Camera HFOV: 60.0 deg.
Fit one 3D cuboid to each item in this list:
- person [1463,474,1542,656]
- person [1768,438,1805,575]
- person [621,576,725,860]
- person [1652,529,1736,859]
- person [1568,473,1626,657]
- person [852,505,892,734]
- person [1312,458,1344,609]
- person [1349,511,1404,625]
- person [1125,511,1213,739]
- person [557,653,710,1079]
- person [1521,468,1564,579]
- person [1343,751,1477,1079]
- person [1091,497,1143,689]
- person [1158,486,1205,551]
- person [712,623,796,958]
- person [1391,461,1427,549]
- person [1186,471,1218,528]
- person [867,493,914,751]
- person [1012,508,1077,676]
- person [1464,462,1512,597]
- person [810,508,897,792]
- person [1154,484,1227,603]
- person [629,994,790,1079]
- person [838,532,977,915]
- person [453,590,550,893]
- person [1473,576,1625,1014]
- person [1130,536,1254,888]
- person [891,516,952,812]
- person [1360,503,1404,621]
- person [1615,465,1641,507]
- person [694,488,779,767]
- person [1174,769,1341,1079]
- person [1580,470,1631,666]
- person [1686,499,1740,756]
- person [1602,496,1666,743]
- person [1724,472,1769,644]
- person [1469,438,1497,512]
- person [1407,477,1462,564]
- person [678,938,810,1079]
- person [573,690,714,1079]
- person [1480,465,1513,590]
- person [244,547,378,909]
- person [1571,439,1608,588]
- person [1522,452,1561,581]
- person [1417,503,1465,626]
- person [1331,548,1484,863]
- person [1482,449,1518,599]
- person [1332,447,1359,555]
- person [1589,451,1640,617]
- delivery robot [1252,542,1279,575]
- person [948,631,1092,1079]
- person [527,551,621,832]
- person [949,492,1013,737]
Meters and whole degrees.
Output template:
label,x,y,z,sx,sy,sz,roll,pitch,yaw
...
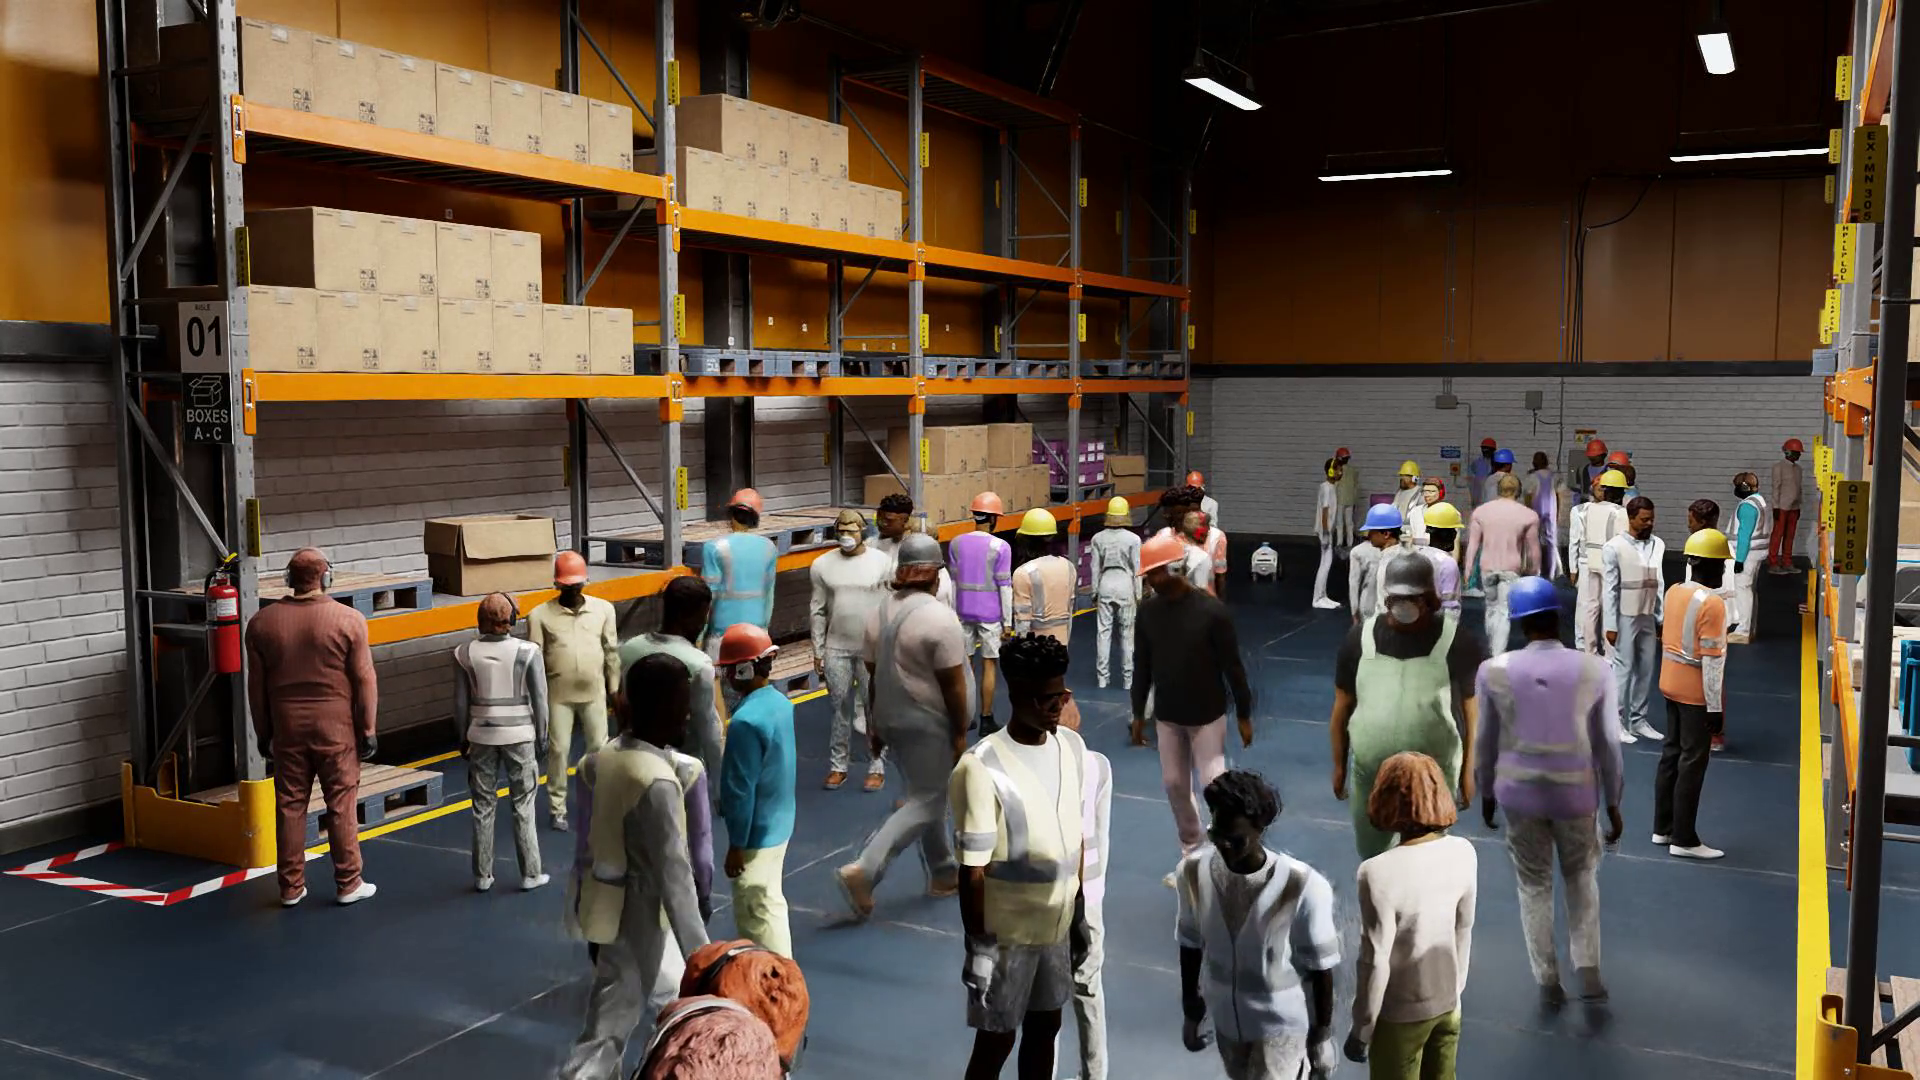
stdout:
label,x,y,z,sx,sy,sz,roll,pitch,yaw
person,5.277,0.316,16.073,0.663,1.889,0.970,4,6,34
person,12.053,-0.485,24.205,0.612,1.986,0.407,-3,6,-29
person,-1.341,1.101,7.707,0.620,1.883,0.437,5,7,44
person,4.320,0.891,9.751,0.399,1.919,0.586,0,5,-1
person,6.362,0.276,16.585,0.576,1.880,0.351,1,5,6
person,-0.612,0.612,13.145,0.538,1.846,0.395,1,5,9
person,4.558,-0.082,20.561,0.339,1.858,0.564,2,6,19
person,3.568,0.579,14.238,0.497,1.706,0.845,1,5,10
person,1.632,0.671,12.814,0.841,1.799,0.602,-2,6,-23
person,-1.001,1.308,5.588,1.072,1.854,0.606,-2,6,-19
person,8.253,-0.233,23.691,0.508,1.572,0.954,-1,5,-15
person,1.384,1.460,5.133,0.497,1.633,0.285,-4,7,-35
person,1.434,0.483,15.125,0.508,1.739,0.367,3,6,26
person,1.764,0.546,13.232,0.399,1.959,0.608,1,5,15
person,-0.892,1.222,7.144,0.355,1.737,0.577,1,5,10
person,5.448,-0.047,20.266,0.403,1.837,0.589,-2,6,-24
person,2.759,0.054,19.658,0.559,1.744,0.333,1,6,15
person,-0.434,0.626,12.329,0.611,1.964,0.364,5,7,44
person,0.538,0.749,11.202,0.359,1.930,0.588,4,7,40
person,6.995,-0.171,21.420,1.012,1.859,0.620,3,6,27
person,-0.713,0.744,11.289,0.624,1.931,0.373,1,5,10
person,1.873,0.518,13.571,0.603,1.957,0.385,0,5,4
person,-0.353,1.590,2.368,0.656,1.894,0.401,-3,6,-32
person,-0.267,0.927,8.700,0.902,2.000,0.681,-4,6,-33
person,-2.482,1.095,9.021,0.513,1.642,0.311,0,5,1
person,2.579,1.121,7.321,0.639,1.916,0.430,2,6,22
person,1.226,0.944,9.023,0.662,1.945,0.509,5,7,41
person,-0.231,0.814,10.465,0.372,1.940,0.630,-1,5,-9
person,2.975,0.713,11.570,0.413,1.940,0.605,3,6,25
person,7.635,0.053,19.163,0.430,1.845,0.619,2,6,19
person,-1.629,0.643,12.054,0.735,1.994,0.385,-5,7,-40
person,0.901,1.475,5.118,0.544,1.599,1.016,5,7,41
person,6.362,0.274,16.350,0.383,1.923,0.588,-2,6,-23
person,5.586,0.650,12.414,0.398,1.908,0.599,5,7,43
person,5.193,0.610,12.857,0.598,1.906,0.404,-3,6,-27
person,8.395,0.191,17.774,0.429,1.831,0.632,3,6,33
person,8.330,-0.653,26.296,0.542,1.930,0.366,5,7,42
person,4.698,0.296,16.526,0.567,1.846,0.389,5,7,44
person,-0.324,1.573,2.654,0.346,1.882,0.589,5,7,43
person,-1.209,1.350,6.311,0.542,1.632,0.328,0,5,-4
person,7.137,-0.170,22.100,0.351,1.740,0.574,1,5,7
person,-3.394,0.987,8.781,0.651,1.905,0.409,0,5,-3
person,8.551,-0.343,22.413,0.605,2.034,0.387,5,7,43
person,8.260,-0.334,23.577,0.518,1.814,0.643,0,5,5
person,3.375,0.697,11.785,0.366,1.927,0.585,-2,6,-16
person,2.101,1.006,7.855,0.689,2.000,0.908,2,6,25
person,6.881,-0.185,21.161,0.389,1.949,0.602,-2,6,-21
person,6.182,-0.622,26.895,0.563,1.752,0.328,-3,6,-30
person,7.675,-0.048,19.509,0.620,1.986,0.409,5,7,43
delivery robot,4.240,0.277,23.098,0.477,0.478,0.707,1,5,13
person,0.215,1.266,5.534,0.378,1.958,0.606,5,7,43
person,-2.380,0.930,10.284,0.575,1.737,0.354,-2,6,-25
person,0.180,0.582,13.062,0.549,1.924,0.391,3,6,29
